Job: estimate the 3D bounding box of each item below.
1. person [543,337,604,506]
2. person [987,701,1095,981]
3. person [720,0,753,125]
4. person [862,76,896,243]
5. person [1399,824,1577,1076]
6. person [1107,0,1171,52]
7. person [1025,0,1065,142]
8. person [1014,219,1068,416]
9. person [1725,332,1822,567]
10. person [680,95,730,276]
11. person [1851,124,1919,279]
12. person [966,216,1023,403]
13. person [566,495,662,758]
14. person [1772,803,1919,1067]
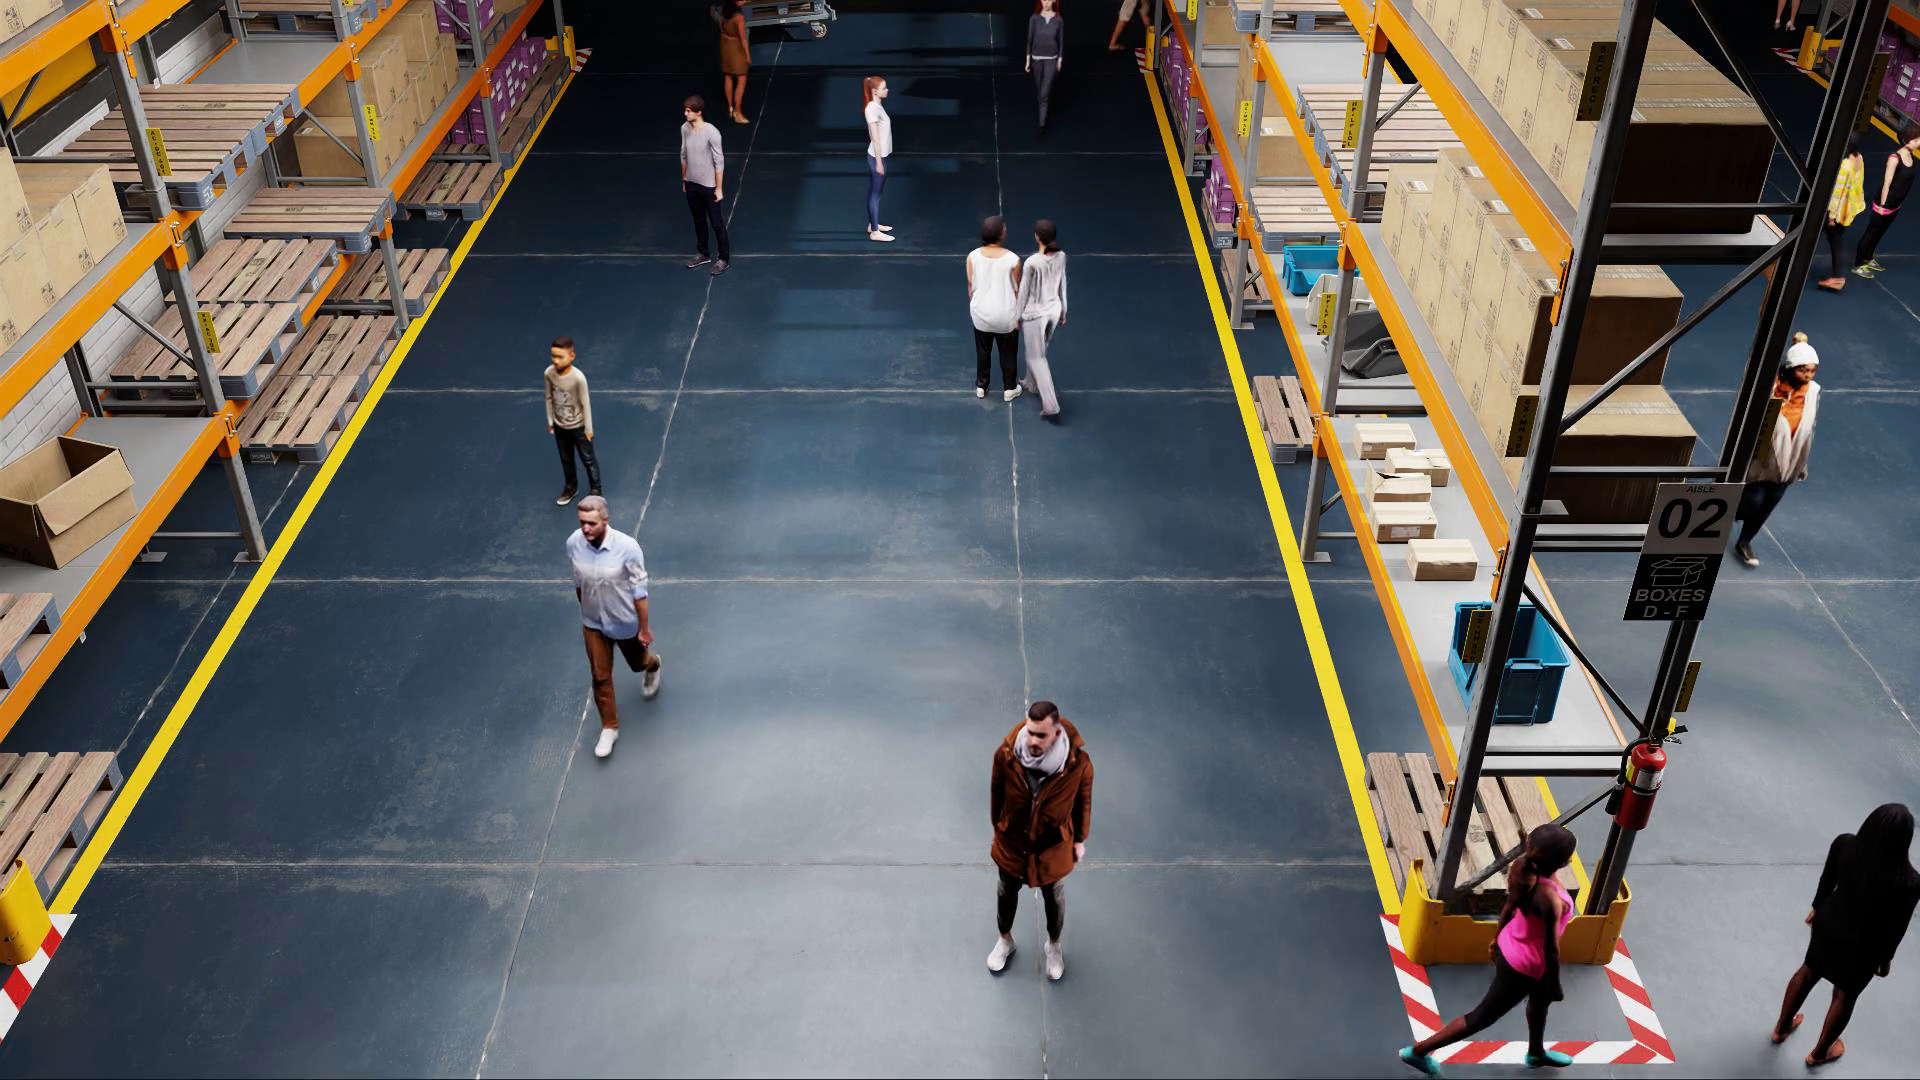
[{"bbox_3d":[-3.055,-0.932,13.129,0.603,1.461,0.599,11,35,16],"label":"person"},{"bbox_3d":[0.406,1.605,8.971,0.760,1.839,0.758,6,34,9],"label":"person"},{"bbox_3d":[-2.850,-6.040,20.628,0.697,1.666,0.766,19,38,26],"label":"person"},{"bbox_3d":[-0.888,-4.029,17.538,0.638,1.739,0.479,-3,34,-4],"label":"person"},{"bbox_3d":[2.713,2.125,8.331,0.644,1.681,1.101,2,34,3],"label":"person"},{"bbox_3d":[2.331,-7.611,22.872,0.998,1.800,1.231,-11,35,-16],"label":"person"},{"bbox_3d":[1.025,-5.820,20.235,0.784,1.735,1.234,8,34,12],"label":"person"},{"bbox_3d":[0.734,-1.884,14.309,0.933,1.739,1.110,-18,38,-25],"label":"person"},{"bbox_3d":[5.999,-0.693,12.391,0.747,1.879,0.781,-5,34,-7],"label":"person"},{"bbox_3d":[-2.583,-3.604,16.805,0.731,1.842,0.734,21,39,28],"label":"person"},{"bbox_3d":[9.399,-3.453,16.839,0.627,1.552,0.673,-24,41,-32],"label":"person"},{"bbox_3d":[0.314,-2.026,14.572,0.736,1.686,0.733,12,35,17],"label":"person"},{"bbox_3d":[-2.203,0.457,10.735,0.822,1.797,1.185,6,34,8],"label":"person"},{"bbox_3d":[4.527,2.019,8.451,0.761,1.724,0.661,-20,38,-27],"label":"person"}]
